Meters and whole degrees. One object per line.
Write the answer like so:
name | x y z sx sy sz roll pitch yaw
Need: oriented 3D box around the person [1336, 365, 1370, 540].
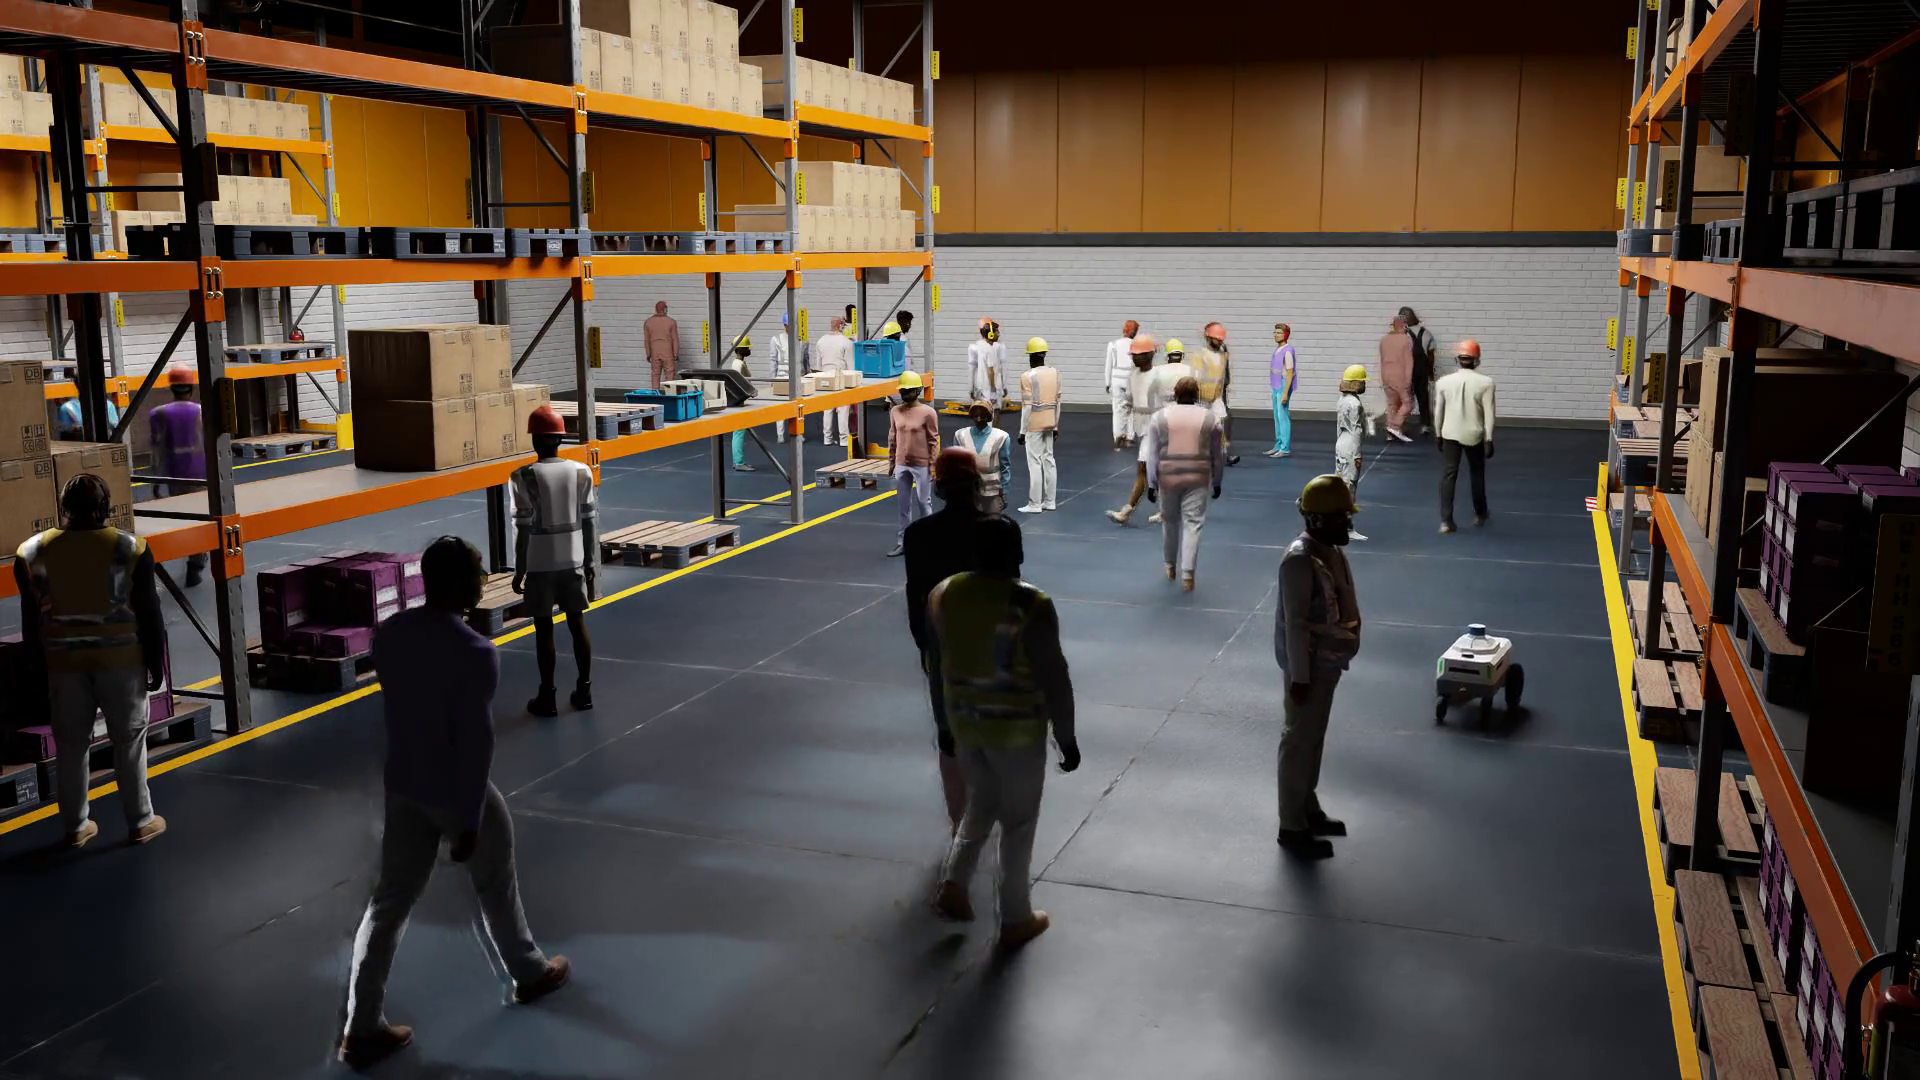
person | 3.903 -0.872 16.571 0.296 1.744 0.487 -1 10 -7

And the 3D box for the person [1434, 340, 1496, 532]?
person | 5.227 -1.081 17.176 0.654 1.938 1.019 6 12 30

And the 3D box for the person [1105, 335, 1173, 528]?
person | 1.859 -1.126 17.284 1.024 1.988 0.639 -6 12 -31

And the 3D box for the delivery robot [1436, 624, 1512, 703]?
delivery robot | 3.223 0.770 10.403 0.477 0.478 0.707 5 11 28

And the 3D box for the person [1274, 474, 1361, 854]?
person | 1.743 0.585 8.109 0.404 1.833 0.591 5 11 27

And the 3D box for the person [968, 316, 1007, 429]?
person | 0.389 -2.205 23.564 0.572 1.921 0.574 1 10 3

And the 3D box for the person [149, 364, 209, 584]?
person | -6.746 -0.590 14.571 0.565 1.882 1.019 -3 10 -14

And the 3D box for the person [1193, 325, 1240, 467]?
person | 3.342 -1.916 22.095 0.583 1.866 1.042 -5 11 -27

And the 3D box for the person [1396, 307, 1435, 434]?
person | 7.073 -2.683 25.928 0.780 2.000 1.064 -2 10 -14

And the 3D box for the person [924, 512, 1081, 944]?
person | 0.171 0.795 6.965 0.666 1.822 0.437 8 13 39

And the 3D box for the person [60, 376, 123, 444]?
person | -8.853 -0.897 16.998 0.556 1.632 0.910 -9 14 -42

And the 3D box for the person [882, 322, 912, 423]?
person | -0.846 -1.909 21.921 0.381 1.917 0.586 4 11 22

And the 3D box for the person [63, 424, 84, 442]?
person | -6.369 -0.074 12.418 0.519 1.618 0.530 9 13 41

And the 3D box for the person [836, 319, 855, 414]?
person | -2.007 -3.009 28.895 0.308 1.641 0.514 -8 13 -38

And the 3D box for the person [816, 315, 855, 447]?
person | -1.767 -2.308 24.199 0.651 1.906 0.401 7 12 34

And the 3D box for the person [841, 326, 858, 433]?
person | -1.639 -2.234 24.232 0.543 1.750 0.423 -3 11 -17

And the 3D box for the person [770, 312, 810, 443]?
person | -2.505 -2.401 24.599 0.616 1.945 0.398 -4 11 -21

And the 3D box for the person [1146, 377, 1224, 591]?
person | 1.949 -0.508 14.377 0.651 1.791 0.955 2 10 10

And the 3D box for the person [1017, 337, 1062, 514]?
person | 0.850 -1.249 18.178 0.595 1.923 0.374 -10 14 -44

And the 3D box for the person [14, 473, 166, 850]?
person | -4.189 0.591 8.083 0.628 1.837 0.429 -2 10 -13

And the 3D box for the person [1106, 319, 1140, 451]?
person | 2.364 -2.217 23.796 0.611 1.861 0.662 3 10 14

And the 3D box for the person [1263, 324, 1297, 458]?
person | 4.440 -2.054 22.922 0.377 1.847 0.569 -1 10 -5

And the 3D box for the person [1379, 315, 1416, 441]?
person | 6.505 -2.389 24.692 0.415 1.891 0.667 -6 12 -30

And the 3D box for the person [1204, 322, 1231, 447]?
person | 3.677 -2.222 23.961 0.472 1.815 0.626 5 11 24

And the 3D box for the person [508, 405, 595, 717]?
person | -2.549 0.129 10.384 0.551 1.934 0.373 -7 13 -36

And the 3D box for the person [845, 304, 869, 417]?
person | -1.836 -3.055 28.391 0.638 1.912 0.395 -4 11 -24

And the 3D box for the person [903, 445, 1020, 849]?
person | 0.024 0.500 8.346 0.614 1.918 1.001 1 10 6

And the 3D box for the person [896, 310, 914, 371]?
person | -0.865 -2.448 24.833 0.380 1.959 0.601 -4 11 -20

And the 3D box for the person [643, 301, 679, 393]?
person | -5.430 -3.406 30.382 0.643 1.908 0.399 2 10 11

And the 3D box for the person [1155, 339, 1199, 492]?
person | 2.524 -1.459 19.667 0.585 1.824 0.406 -2 10 -9

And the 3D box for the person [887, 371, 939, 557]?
person | -0.452 -0.693 15.499 0.533 1.767 0.326 6 12 31

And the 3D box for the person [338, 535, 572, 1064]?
person | -1.914 0.923 6.112 0.636 1.889 1.012 5 11 28

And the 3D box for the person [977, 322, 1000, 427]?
person | 0.405 -2.069 22.953 0.335 1.873 0.520 -3 10 -15

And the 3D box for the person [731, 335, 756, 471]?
person | -2.824 -1.774 21.587 0.311 1.769 0.522 -2 10 -12

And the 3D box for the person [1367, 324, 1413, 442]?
person | 6.488 -2.397 24.908 0.520 1.843 0.670 -8 13 -38

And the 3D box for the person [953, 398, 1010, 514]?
person | 0.173 -0.389 14.147 0.510 1.639 0.308 2 10 10

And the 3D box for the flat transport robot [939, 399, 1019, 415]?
flat transport robot | 0.338 -2.332 28.938 0.652 0.197 1.431 8 13 39
